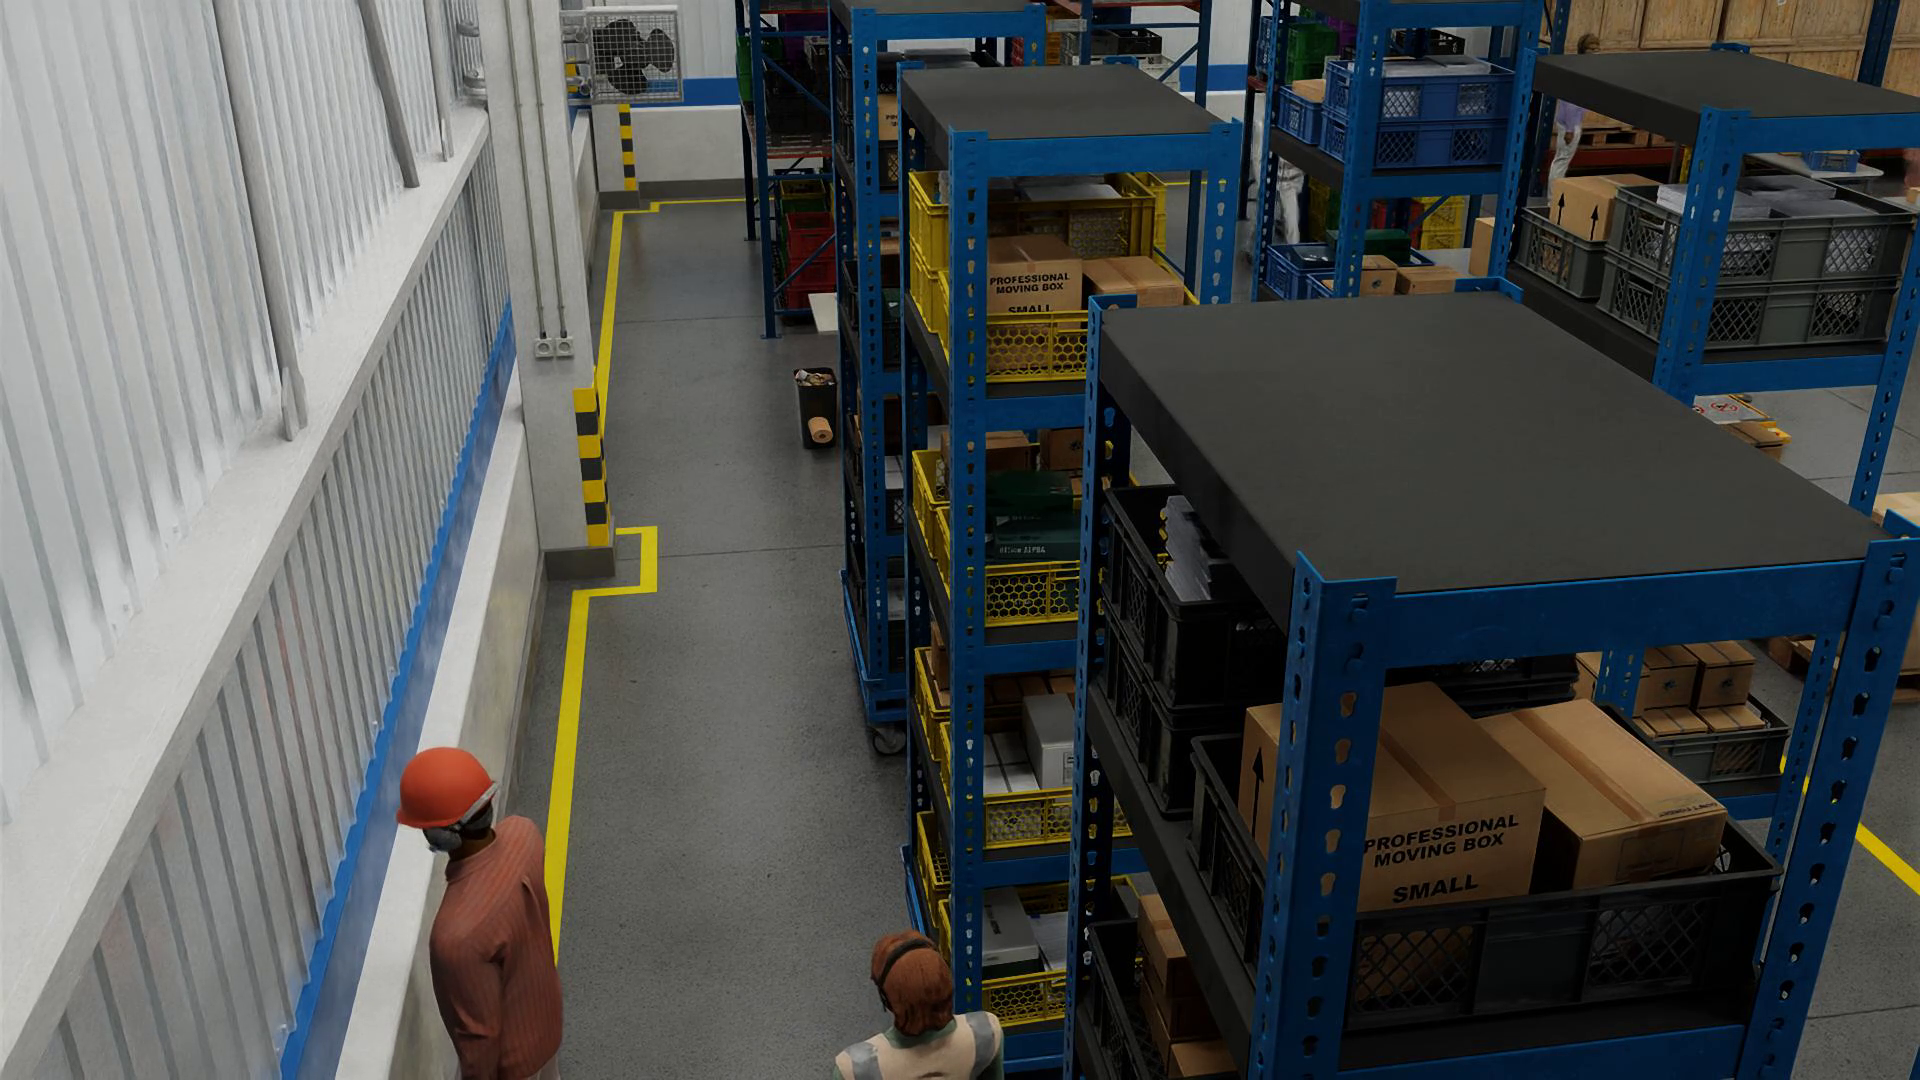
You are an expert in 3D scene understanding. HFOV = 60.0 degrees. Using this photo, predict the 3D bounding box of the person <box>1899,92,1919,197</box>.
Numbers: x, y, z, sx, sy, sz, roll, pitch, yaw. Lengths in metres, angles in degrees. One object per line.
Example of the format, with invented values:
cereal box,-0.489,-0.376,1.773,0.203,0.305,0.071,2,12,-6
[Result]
person,9.825,-3.875,16.746,0.651,1.906,0.403,0,25,1

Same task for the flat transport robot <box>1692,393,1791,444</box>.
flat transport robot,5.224,-0.859,12.132,1.431,0.197,0.652,-4,25,-8

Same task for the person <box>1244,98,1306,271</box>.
person,3.020,-3.368,15.741,0.558,1.827,0.968,-2,25,-5

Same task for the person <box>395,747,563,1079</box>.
person,-1.391,1.487,4.999,0.400,1.984,0.610,2,25,4

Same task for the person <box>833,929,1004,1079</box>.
person,-0.108,1.810,4.706,0.511,1.637,0.307,-11,27,-22

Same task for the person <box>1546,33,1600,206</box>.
person,6.669,-4.529,18.135,0.374,1.934,0.628,10,27,21
